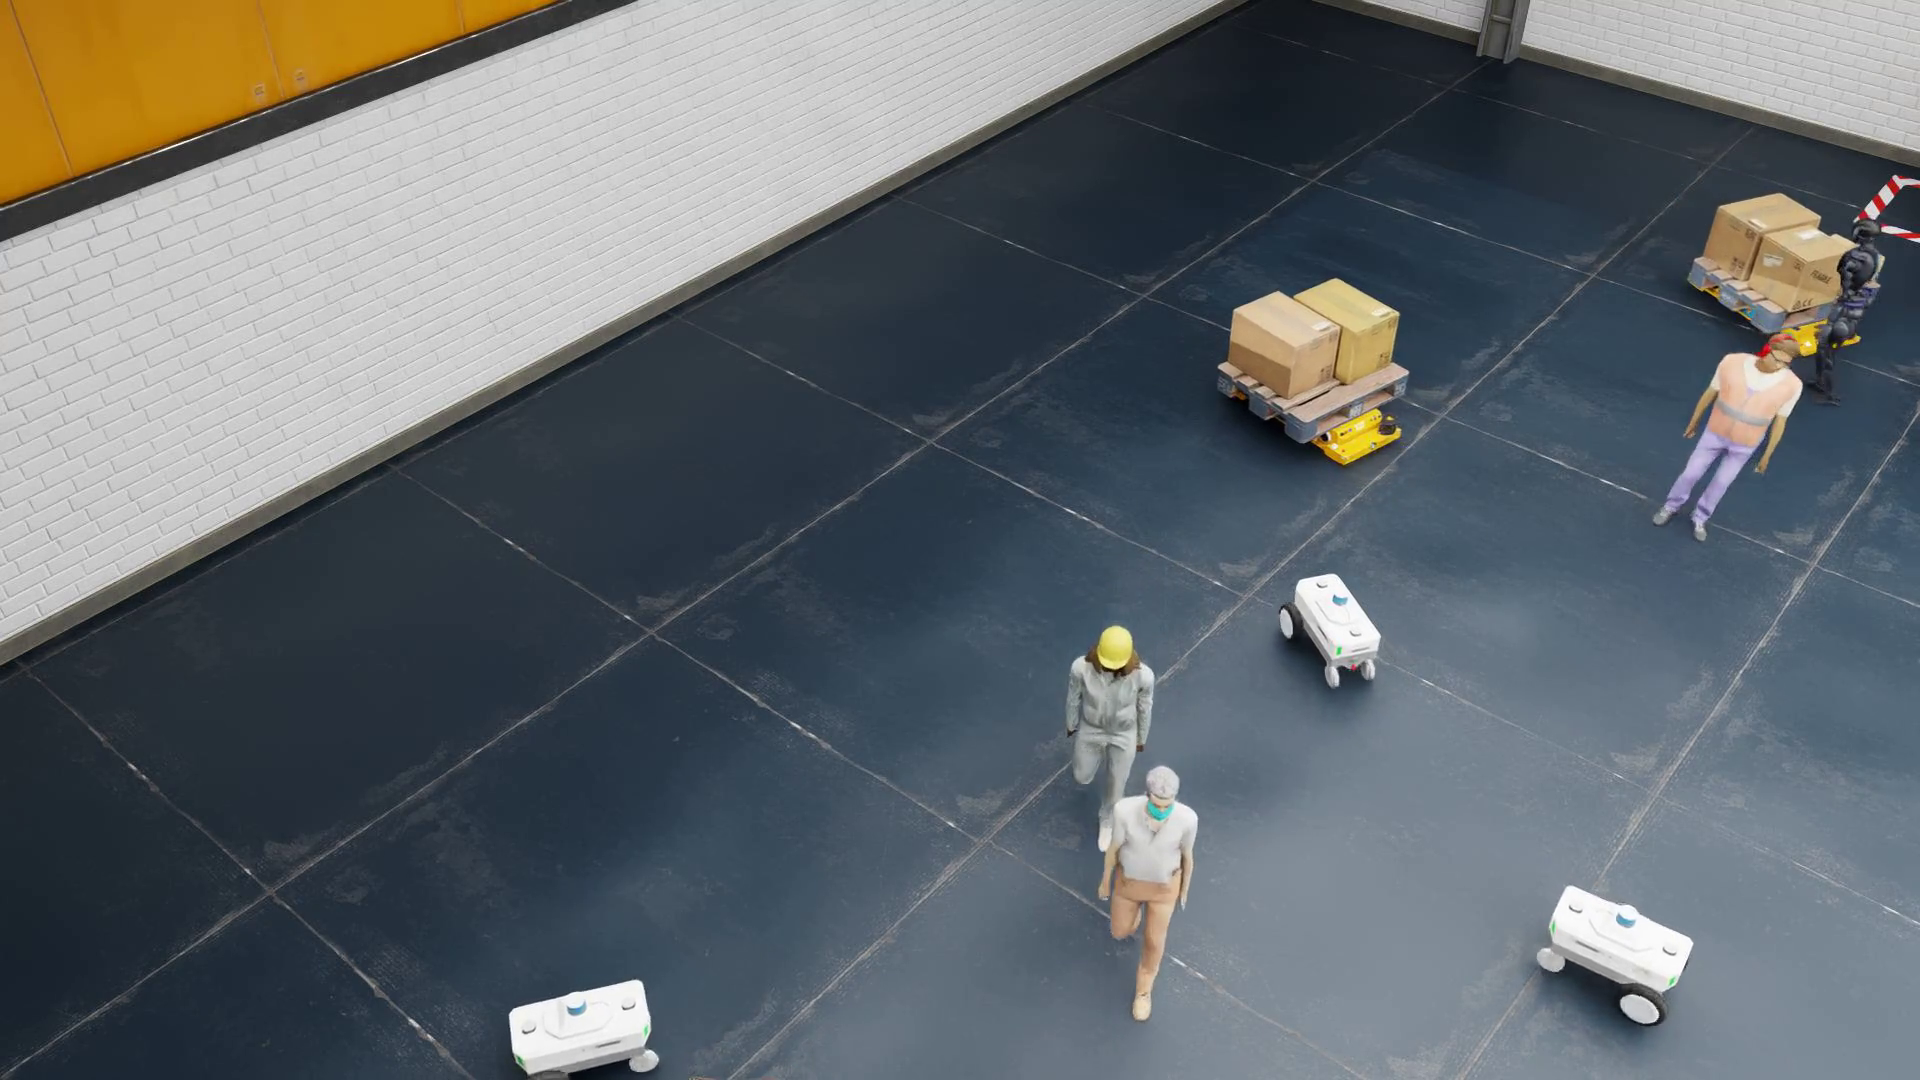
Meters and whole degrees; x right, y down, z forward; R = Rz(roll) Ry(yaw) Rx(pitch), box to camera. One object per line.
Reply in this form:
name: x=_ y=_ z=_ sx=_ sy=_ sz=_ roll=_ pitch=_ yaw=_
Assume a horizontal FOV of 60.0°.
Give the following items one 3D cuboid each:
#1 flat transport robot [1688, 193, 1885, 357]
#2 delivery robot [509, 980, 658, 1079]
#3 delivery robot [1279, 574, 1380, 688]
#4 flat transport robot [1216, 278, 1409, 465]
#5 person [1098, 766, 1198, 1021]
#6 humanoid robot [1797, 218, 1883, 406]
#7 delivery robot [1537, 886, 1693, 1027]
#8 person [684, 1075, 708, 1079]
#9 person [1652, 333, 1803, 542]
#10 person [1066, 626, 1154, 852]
flat transport robot: x=7.299 y=-2.123 z=14.922 sx=0.659 sy=0.231 sz=1.431 roll=-14 pitch=41 yaw=-17
delivery robot: x=-2.021 y=2.627 z=8.812 sx=0.807 sy=0.613 sz=0.499 roll=-10 pitch=40 yaw=-13
delivery robot: x=2.557 y=0.582 z=11.329 sx=0.499 sy=0.586 sz=0.772 roll=-10 pitch=40 yaw=-12
flat transport robot: x=2.872 y=-1.128 z=13.686 sx=0.659 sy=0.231 sz=1.431 roll=-25 pitch=45 yaw=-27
person: x=0.996 y=1.789 z=8.902 sx=0.494 sy=1.729 sz=0.610 roll=7 pitch=39 yaw=8
humanoid robot: x=7.184 y=-1.841 z=13.457 sx=0.398 sy=1.649 sz=0.603 roll=29 pitch=47 yaw=31
delivery robot: x=3.654 y=2.255 z=9.241 sx=0.756 sy=0.571 sz=0.499 roll=23 pitch=44 yaw=26
person: x=-0.995 y=3.027 z=7.323 sx=0.944 sy=1.777 sz=0.696 roll=-6 pitch=39 yaw=-8
person: x=5.584 y=-0.752 z=11.998 sx=0.647 sy=1.803 sz=0.385 roll=22 pitch=44 yaw=25
person: x=0.874 y=1.075 z=9.788 sx=0.501 sy=1.720 sz=0.567 roll=6 pitch=39 yaw=7
